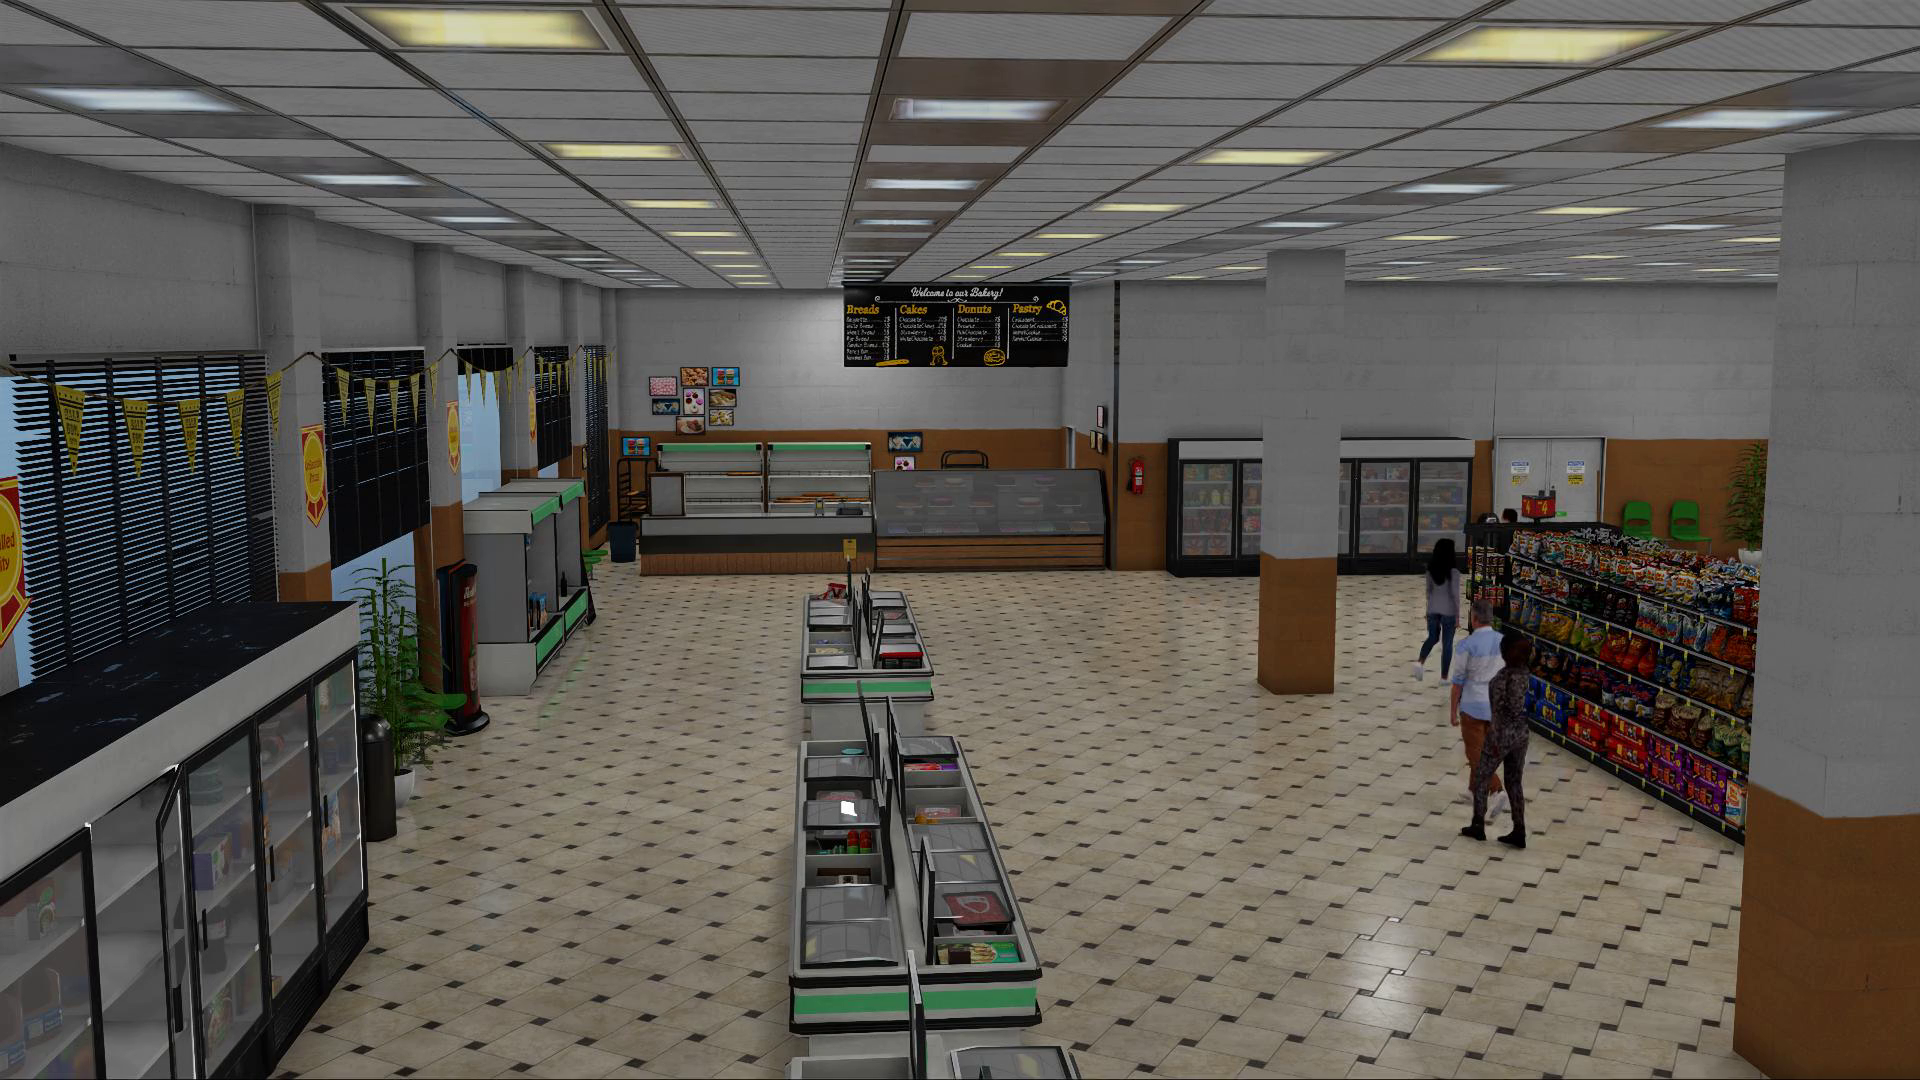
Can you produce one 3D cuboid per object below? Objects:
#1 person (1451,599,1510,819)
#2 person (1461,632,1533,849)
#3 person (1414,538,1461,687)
[{"bbox_3d":[4.450,1.432,14.014,0.836,1.794,1.175,-2,7,-17],"label":"person"},{"bbox_3d":[4.388,1.592,13.113,0.762,1.694,0.872,-5,8,-34],"label":"person"},{"bbox_3d":[5.488,0.848,19.134,0.957,1.726,0.940,-6,9,-40],"label":"person"}]
